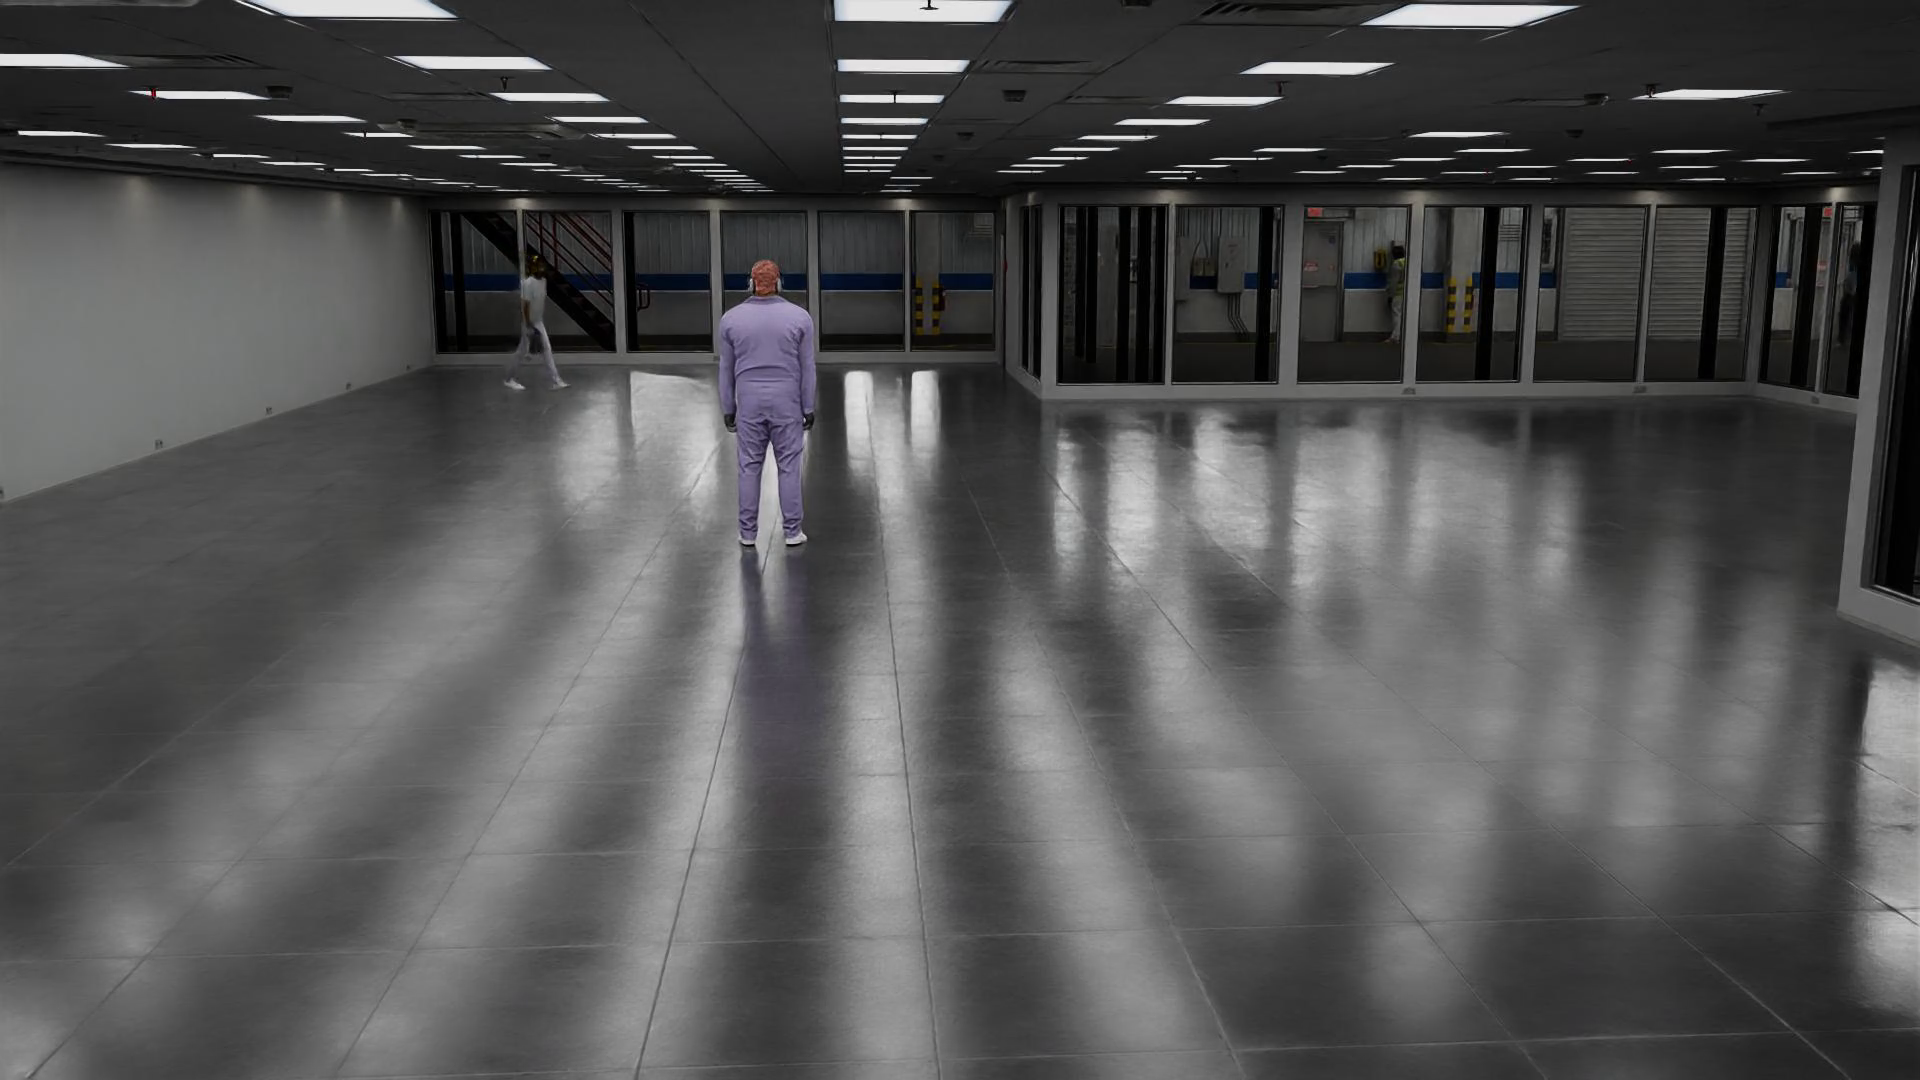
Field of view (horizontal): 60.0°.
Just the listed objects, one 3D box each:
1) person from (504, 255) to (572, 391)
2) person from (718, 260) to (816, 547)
[{"bbox_3d":[-5.615,-2.851,21.909,1.015,1.790,0.558,4,11,22],"label":"person"},{"bbox_3d":[-1.273,-0.899,11.055,0.646,1.901,0.401,0,11,2],"label":"person"}]
